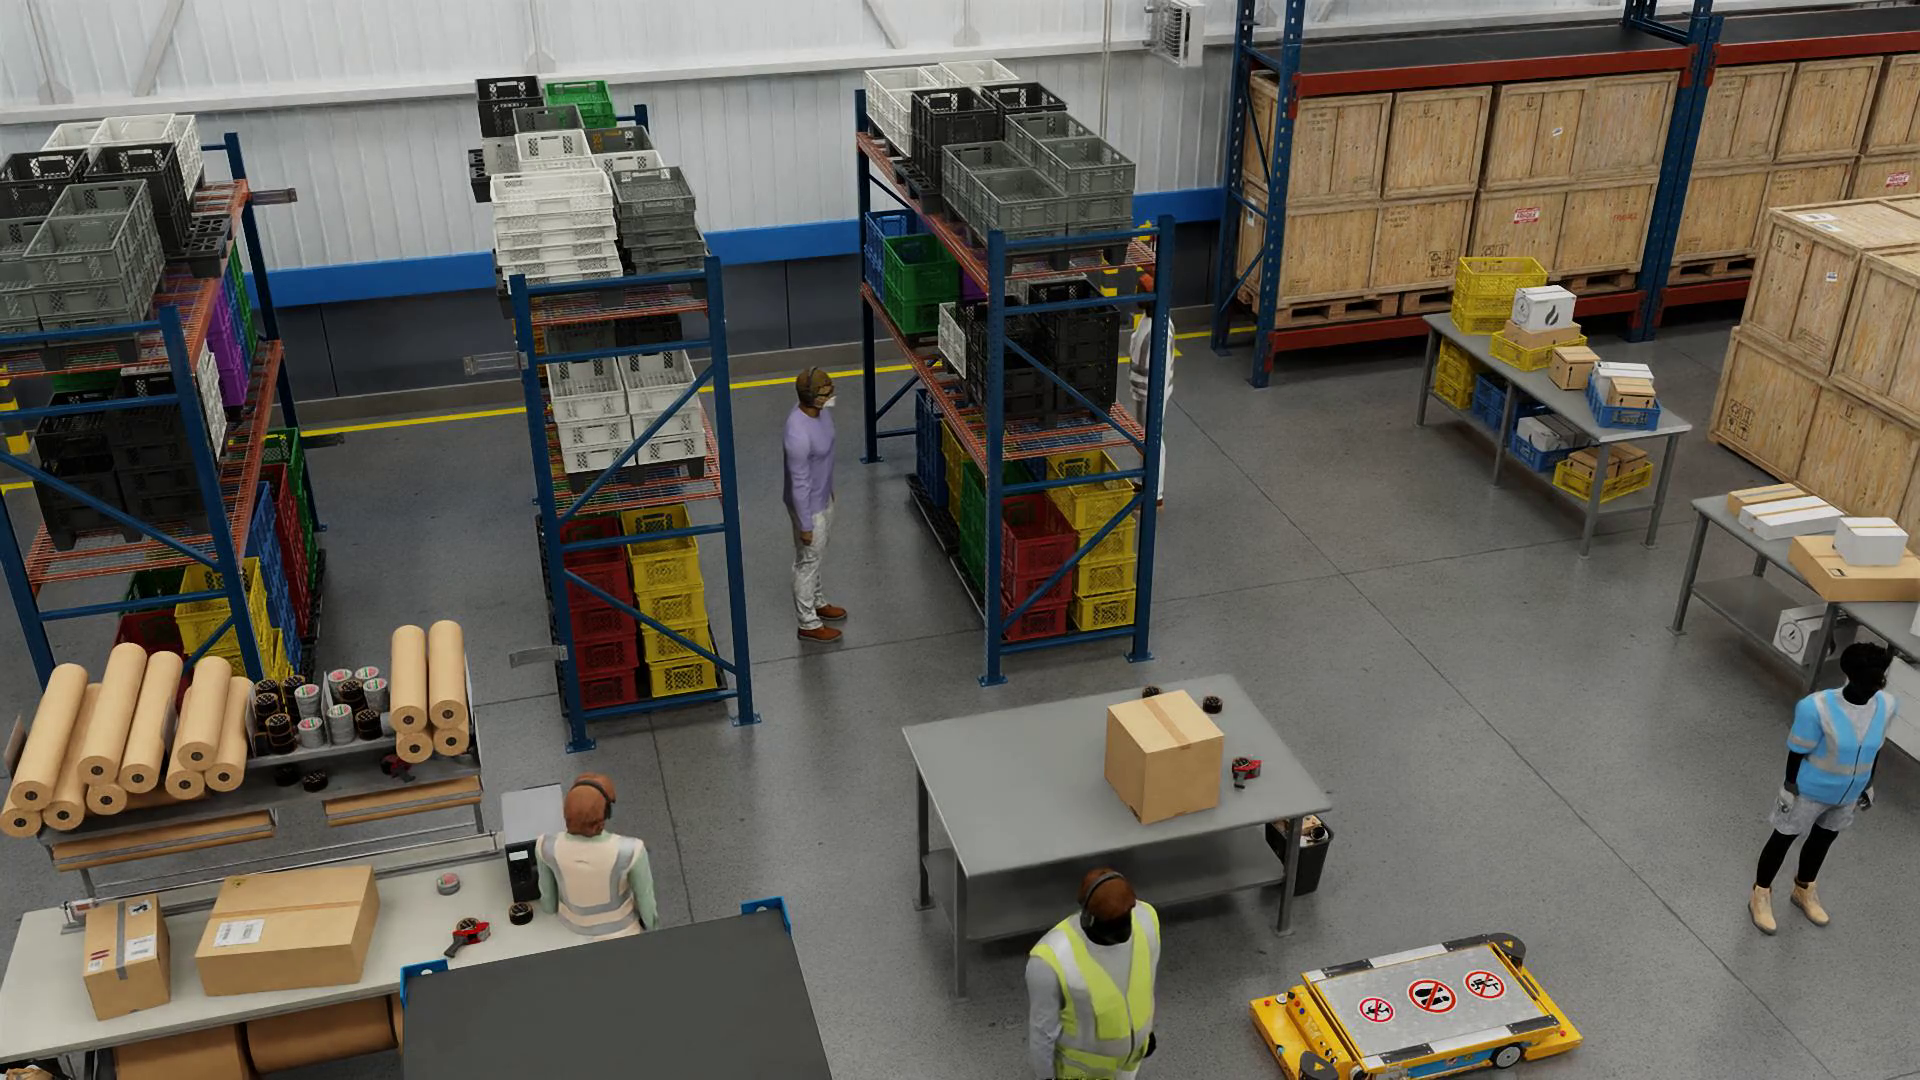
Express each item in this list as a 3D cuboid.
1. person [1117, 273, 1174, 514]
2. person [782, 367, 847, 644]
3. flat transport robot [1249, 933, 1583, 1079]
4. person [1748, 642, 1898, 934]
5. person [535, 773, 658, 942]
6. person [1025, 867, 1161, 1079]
[{"bbox_3d":[1.417,-1.105,12.481,0.339,1.882,0.584,-2,29,-4],"label":"person"},{"bbox_3d":[-0.962,-0.233,10.848,0.375,1.935,0.635,3,29,6],"label":"person"},{"bbox_3d":[2.184,2.282,7.980,1.431,0.197,0.652,-8,30,-14],"label":"flat transport robot"},{"bbox_3d":[4.375,1.244,8.398,0.533,1.697,0.319,-4,29,-8],"label":"person"},{"bbox_3d":[-1.617,1.772,7.507,0.523,1.631,0.314,1,29,2],"label":"person"},{"bbox_3d":[0.558,2.071,6.745,0.625,1.843,0.430,-18,34,-29],"label":"person"}]
